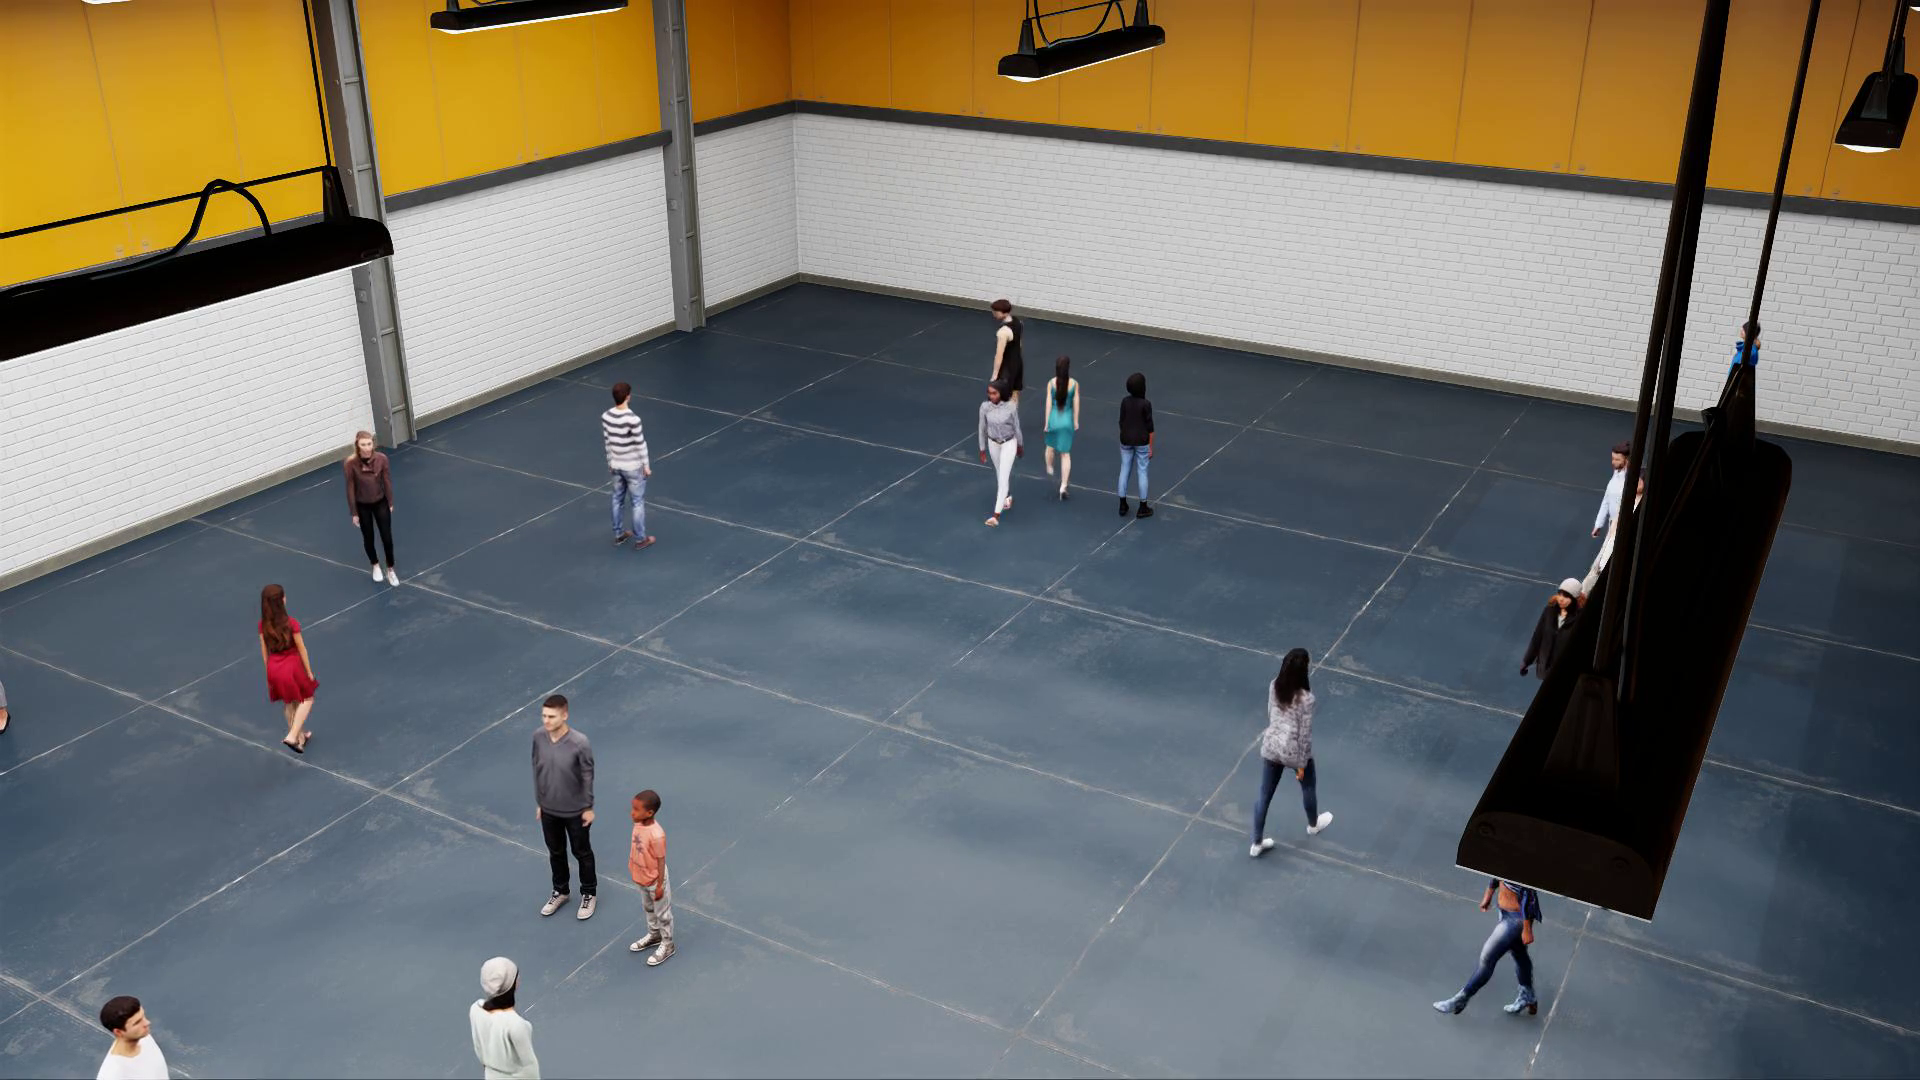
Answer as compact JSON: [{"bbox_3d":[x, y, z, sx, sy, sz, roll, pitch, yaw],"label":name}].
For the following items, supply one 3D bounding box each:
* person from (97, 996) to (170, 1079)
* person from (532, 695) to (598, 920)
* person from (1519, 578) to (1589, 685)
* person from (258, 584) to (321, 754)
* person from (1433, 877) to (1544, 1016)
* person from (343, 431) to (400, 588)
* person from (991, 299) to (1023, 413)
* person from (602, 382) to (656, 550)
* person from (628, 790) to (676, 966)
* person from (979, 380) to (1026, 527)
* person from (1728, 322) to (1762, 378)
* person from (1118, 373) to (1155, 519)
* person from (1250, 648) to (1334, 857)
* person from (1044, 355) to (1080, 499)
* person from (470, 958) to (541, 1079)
[{"bbox_3d":[-4.372,3.195,8.941,0.790,1.789,0.703,-3,24,-6],"label":"person"},{"bbox_3d":[-2.834,1.896,11.947,0.671,1.760,0.631,6,24,14],"label":"person"},{"bbox_3d":[5.078,1.055,14.043,0.794,1.622,0.753,-16,28,-32],"label":"person"},{"bbox_3d":[-5.676,1.125,13.983,0.734,1.542,0.867,1,24,3],"label":"person"},{"bbox_3d":[3.688,2.462,10.868,0.978,1.588,1.004,0,24,0],"label":"person"},{"bbox_3d":[-6.115,-0.364,17.217,0.813,1.681,0.861,-10,26,-23],"label":"person"},{"bbox_3d":[0.655,-2.216,21.234,0.894,1.857,0.505,19,30,36],"label":"person"},{"bbox_3d":[-3.627,-0.814,18.037,0.658,1.847,0.528,12,26,25],"label":"person"},{"bbox_3d":[-2.139,2.313,11.555,0.553,1.311,0.539,-20,30,-38],"label":"person"},{"bbox_3d":[0.502,-1.025,18.762,0.753,1.654,1.253,8,25,18],"label":"person"},{"bbox_3d":[9.566,-1.816,20.395,0.676,1.796,0.456,12,26,25],"label":"person"},{"bbox_3d":[1.986,-1.076,18.819,0.574,1.701,0.544,11,26,24],"label":"person"},{"bbox_3d":[2.410,1.644,12.603,1.102,1.697,0.821,-21,31,-39],"label":"person"},{"bbox_3d":[1.174,-1.292,19.398,0.907,1.634,1.103,-1,24,-1],"label":"person"},{"bbox_3d":[-2.540,3.059,9.419,0.562,1.653,0.476,13,27,27],"label":"person"}]
